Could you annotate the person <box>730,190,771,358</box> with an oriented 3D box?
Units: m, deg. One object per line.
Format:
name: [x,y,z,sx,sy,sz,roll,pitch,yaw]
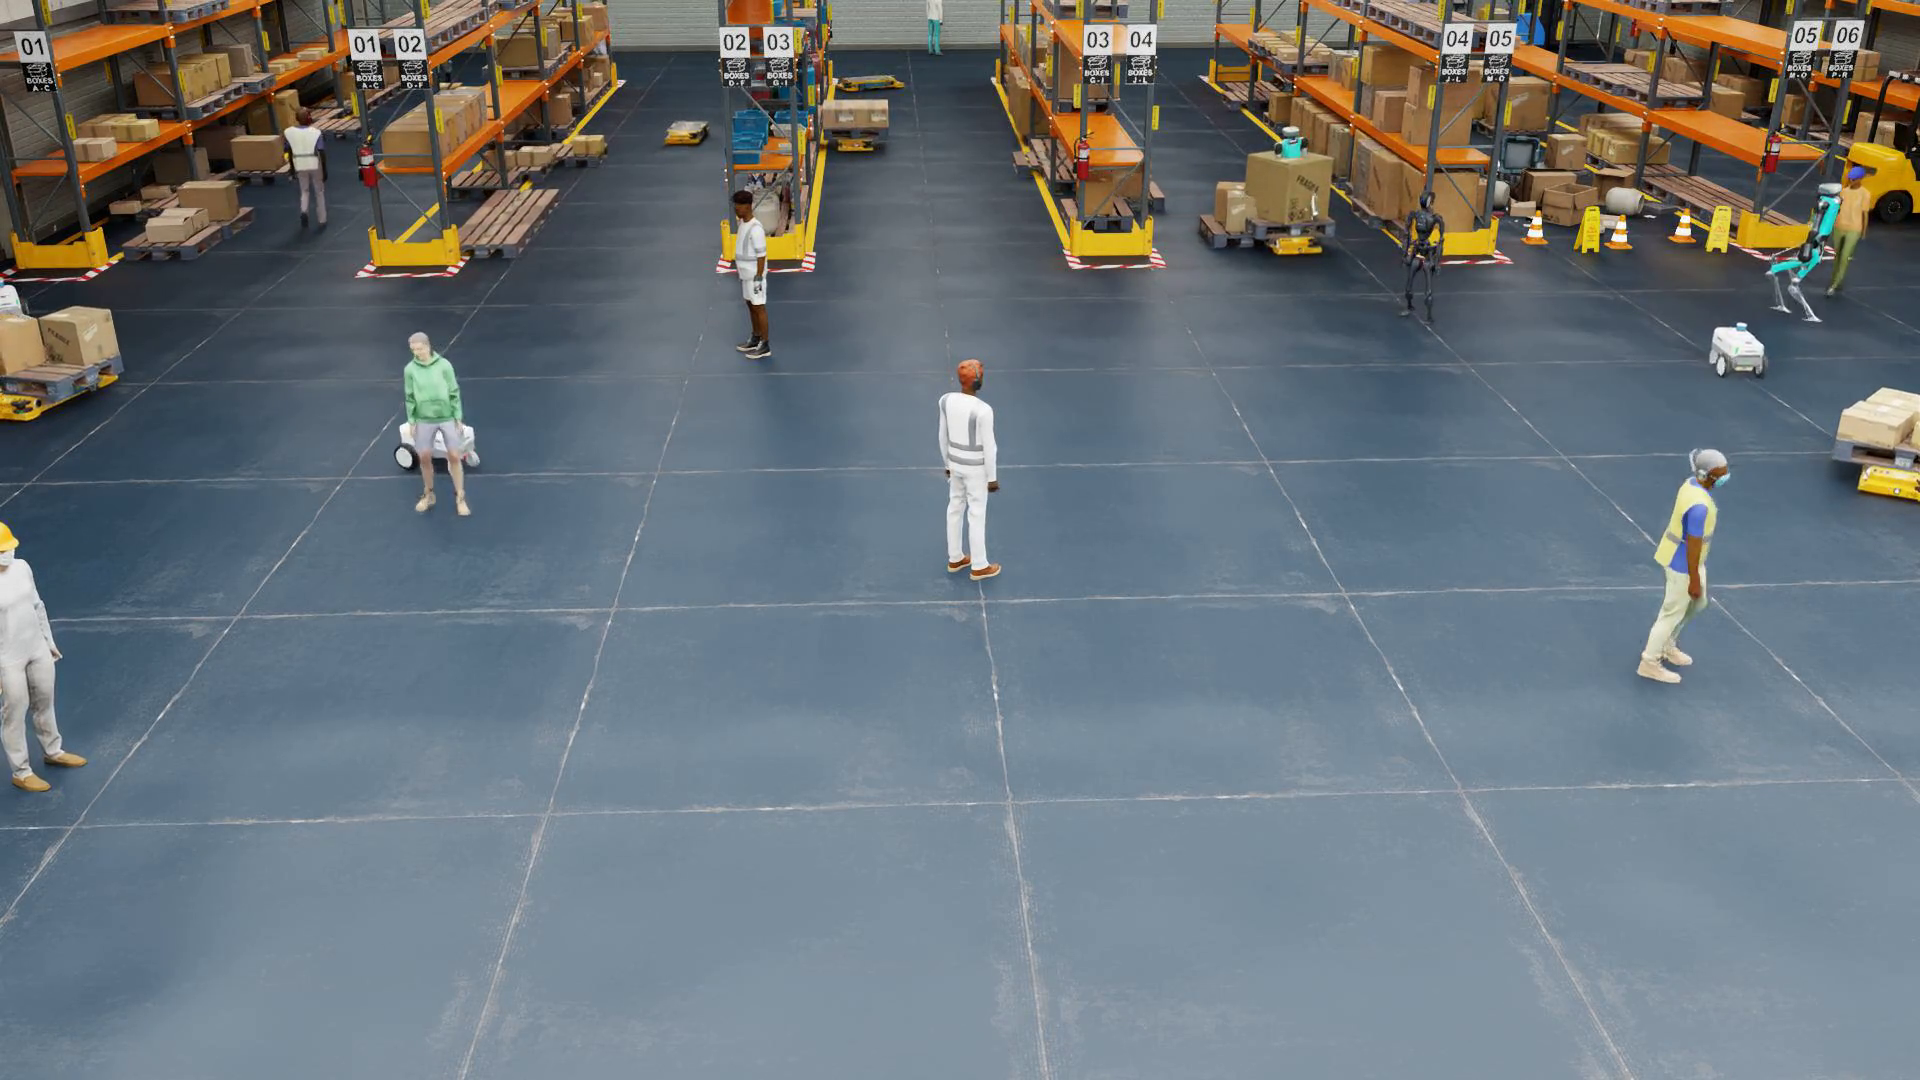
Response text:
person: [-2.437,-3.098,19.359,0.392,1.956,0.607,-10,26,-21]

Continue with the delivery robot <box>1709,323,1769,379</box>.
delivery robot: [8.883,-2.172,18.996,0.499,0.591,0.781,1,24,2]

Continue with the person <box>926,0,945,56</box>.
person: [-0.636,-13.303,42.526,0.326,1.764,0.524,-21,32,-39]

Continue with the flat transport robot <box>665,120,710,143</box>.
flat transport robot: [-5.281,-7.912,32.249,0.659,0.231,1.431,0,24,1]

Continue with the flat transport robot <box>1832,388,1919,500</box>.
flat transport robot: [9.136,-0.727,16.106,0.659,0.231,1.431,13,27,27]

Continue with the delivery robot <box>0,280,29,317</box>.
delivery robot: [-11.907,-2.941,20.725,0.511,0.591,0.763,-14,28,-28]

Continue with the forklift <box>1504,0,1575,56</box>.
forklift: [14.700,-13.805,42.301,1.873,2.768,1.129,-1,24,-2]

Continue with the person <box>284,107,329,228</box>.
person: [-9.865,-5.616,25.173,0.578,1.824,0.533,-2,24,-5]

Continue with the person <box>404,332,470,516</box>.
person: [-4.788,-1.062,15.068,0.601,1.717,0.446,-3,24,-7]

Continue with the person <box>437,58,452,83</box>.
person: [-11.358,-10.522,36.393,0.555,1.653,0.835,-2,24,-4]

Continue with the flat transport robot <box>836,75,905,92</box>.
flat transport robot: [-2.043,-10.371,37.775,1.431,0.231,0.659,-10,26,-21]

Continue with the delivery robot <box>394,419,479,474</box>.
delivery robot: [-5.118,-0.972,16.273,0.747,0.568,0.499,10,26,22]

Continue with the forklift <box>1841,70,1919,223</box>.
forklift: [15.132,-6.143,25.915,2.313,2.155,1.214,-1,24,-2]

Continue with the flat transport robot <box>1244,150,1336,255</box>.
flat transport robot: [4.775,-4.475,24.528,0.659,0.231,1.431,-4,24,-8]

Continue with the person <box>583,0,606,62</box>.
person: [-8.977,-12.486,40.594,0.780,1.835,0.554,5,24,11]

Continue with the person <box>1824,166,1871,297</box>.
person: [11.529,-4.023,21.755,0.789,1.684,0.489,-16,29,-32]

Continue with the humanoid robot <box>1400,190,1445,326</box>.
humanoid robot: [5.781,-3.540,20.706,0.583,1.635,0.421,22,32,40]

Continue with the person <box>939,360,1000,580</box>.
person: [0.082,-0.585,13.803,0.572,1.883,0.354,21,31,39]

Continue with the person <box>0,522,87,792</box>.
person: [-6.124,0.744,10.812,0.378,1.888,0.565,7,25,16]

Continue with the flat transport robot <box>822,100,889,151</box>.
flat transport robot: [-1.964,-7.572,31.485,0.659,0.231,1.431,-1,24,-2]

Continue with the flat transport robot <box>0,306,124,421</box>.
flat transport robot: [-9.965,-1.633,18.141,0.659,0.231,1.431,6,25,12]

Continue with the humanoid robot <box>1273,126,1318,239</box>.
humanoid robot: [4.945,-5.025,23.957,0.591,1.738,0.925,-11,26,-24]

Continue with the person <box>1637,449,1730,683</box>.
person: [5.296,0.183,12.123,0.442,1.862,0.631,12,27,25]

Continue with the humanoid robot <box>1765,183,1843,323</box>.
humanoid robot: [10.494,-3.589,20.751,0.541,1.770,0.911,-21,31,-39]
